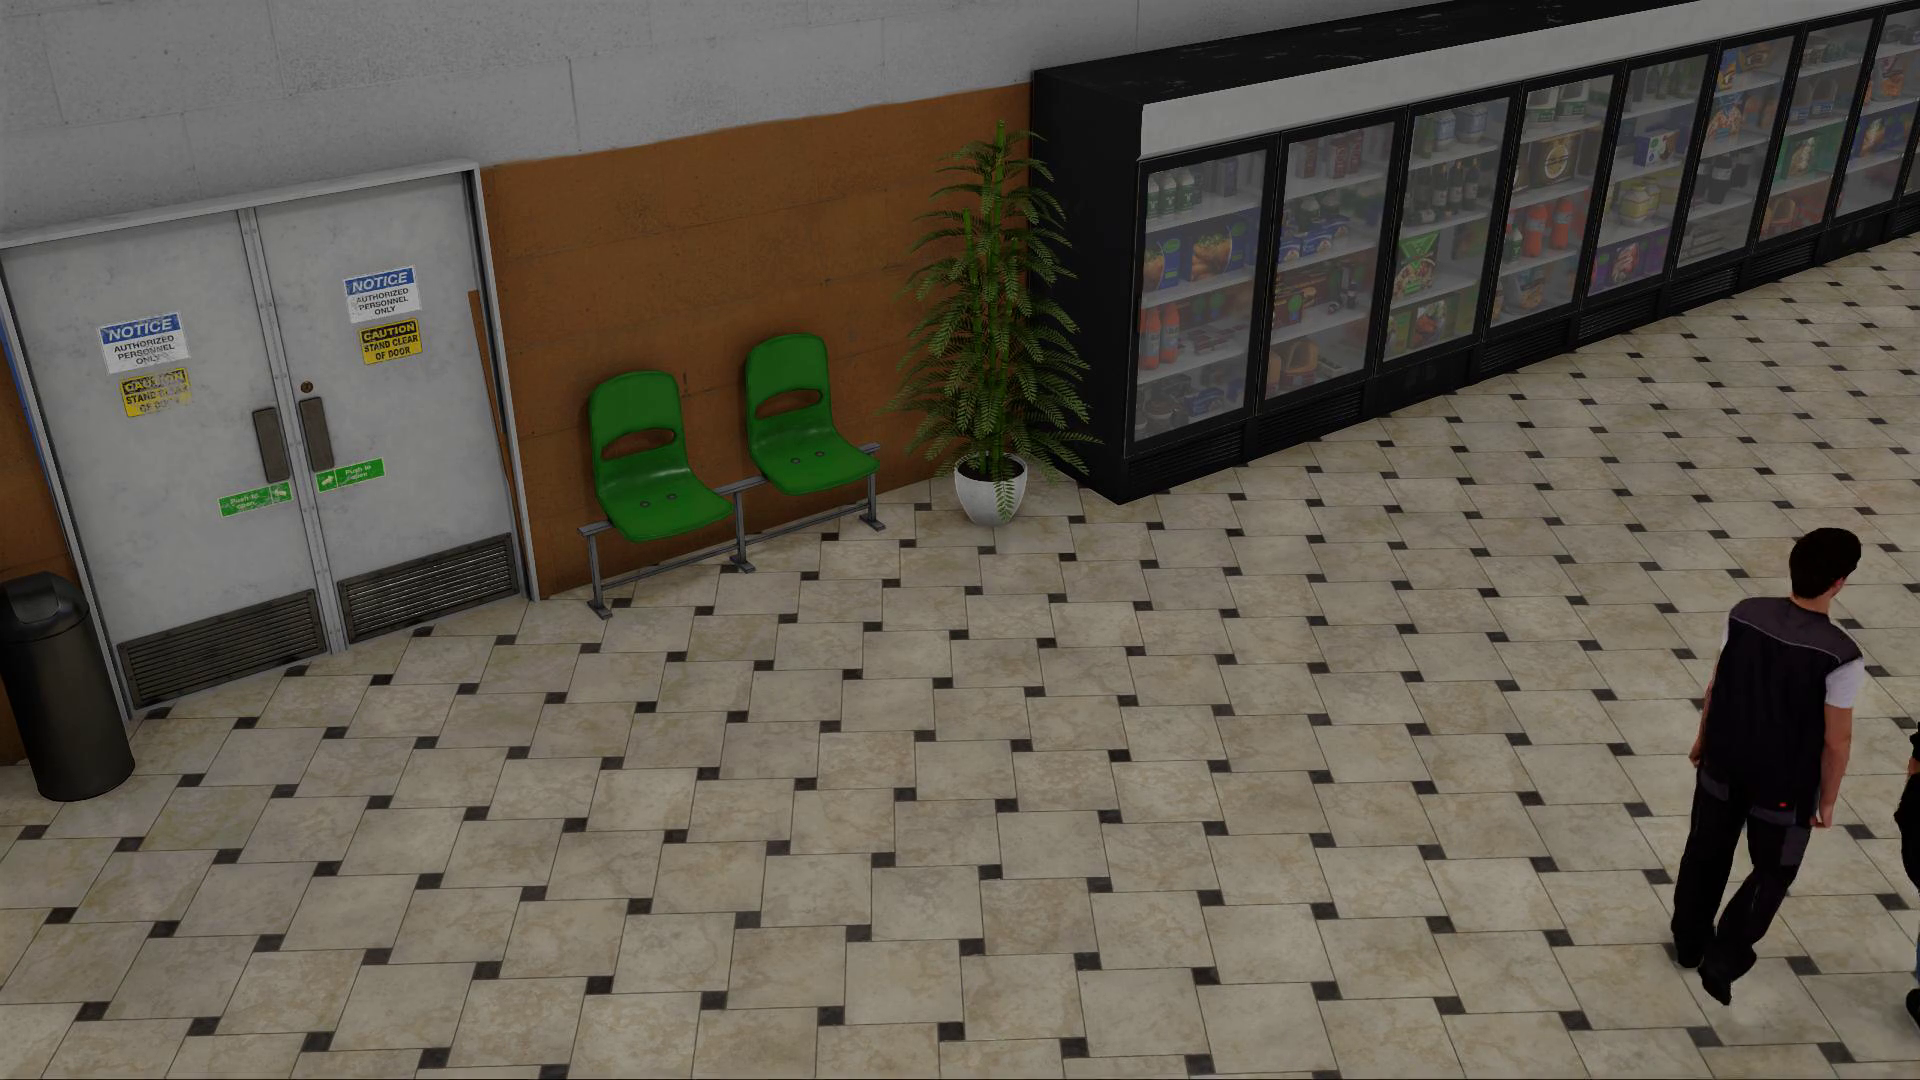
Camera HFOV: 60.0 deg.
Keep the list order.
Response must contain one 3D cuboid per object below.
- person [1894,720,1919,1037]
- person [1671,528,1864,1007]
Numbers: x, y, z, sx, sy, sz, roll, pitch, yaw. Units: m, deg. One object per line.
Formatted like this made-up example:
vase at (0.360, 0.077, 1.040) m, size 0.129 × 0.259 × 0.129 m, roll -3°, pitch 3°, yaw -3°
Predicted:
person at (3.388, 1.028, 5.564) m, size 0.802 × 1.664 × 0.863 m, roll 8°, pitch 30°, yaw 13°
person at (2.736, 0.826, 5.752) m, size 0.796 × 1.838 × 0.806 m, roll -21°, pitch 35°, yaw -33°
